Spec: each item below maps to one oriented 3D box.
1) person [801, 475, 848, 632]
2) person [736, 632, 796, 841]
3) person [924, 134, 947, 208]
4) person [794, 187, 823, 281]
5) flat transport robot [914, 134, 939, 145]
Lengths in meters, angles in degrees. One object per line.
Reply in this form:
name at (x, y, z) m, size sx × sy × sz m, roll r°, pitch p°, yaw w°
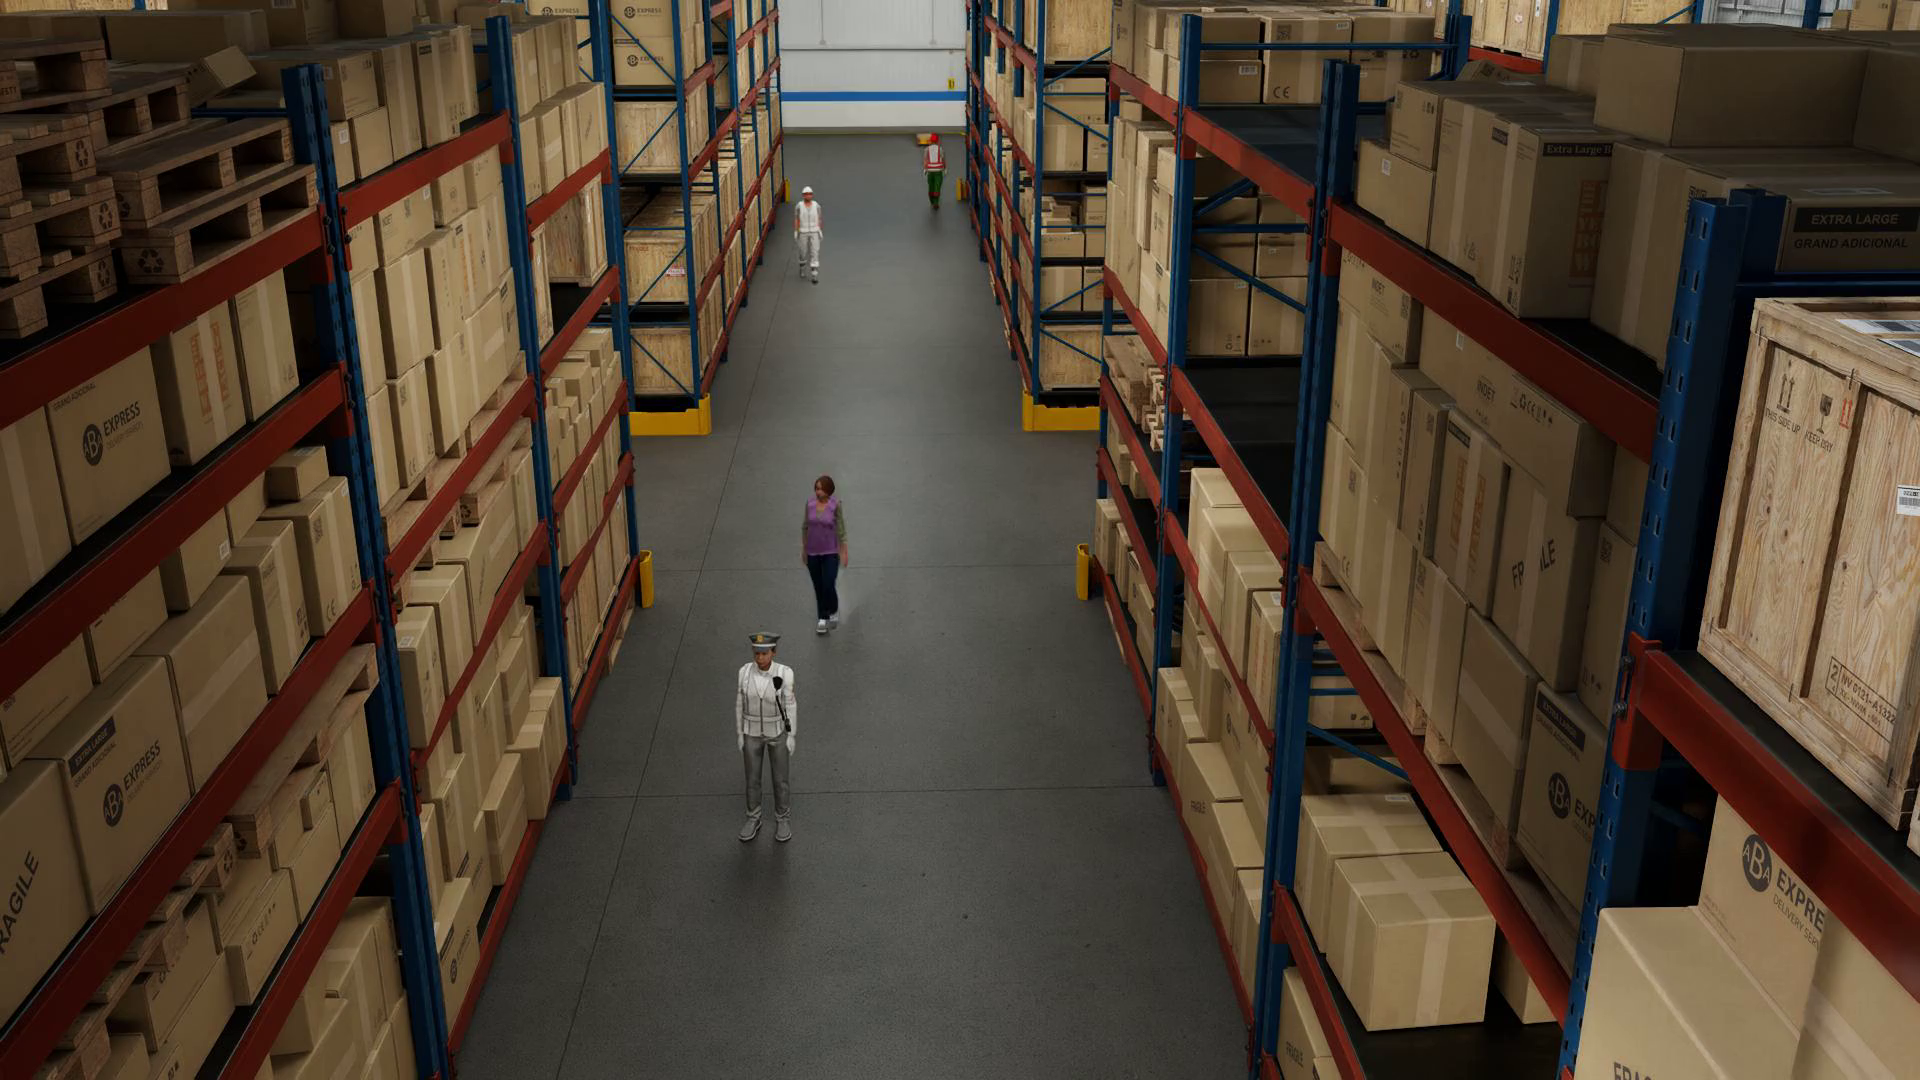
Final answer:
person at (-1.348, 0.154, 16.267) m, size 0.457 × 1.599 × 0.422 m, roll 5°, pitch 21°, yaw 14°
person at (-1.475, 1.475, 12.653) m, size 0.457 × 1.694 × 0.358 m, roll 1°, pitch 20°, yaw 2°
person at (-0.595, -9.068, 40.771) m, size 0.552 × 1.776 × 0.824 m, roll 4°, pitch 21°, yaw 11°
person at (-2.957, -5.990, 32.493) m, size 0.549 × 1.791 × 0.699 m, roll -4°, pitch 21°, yaw -11°
flat transport robot at (-1.059, -12.697, 52.749) m, size 0.659 × 0.255 × 1.431 m, roll -3°, pitch 21°, yaw -7°
